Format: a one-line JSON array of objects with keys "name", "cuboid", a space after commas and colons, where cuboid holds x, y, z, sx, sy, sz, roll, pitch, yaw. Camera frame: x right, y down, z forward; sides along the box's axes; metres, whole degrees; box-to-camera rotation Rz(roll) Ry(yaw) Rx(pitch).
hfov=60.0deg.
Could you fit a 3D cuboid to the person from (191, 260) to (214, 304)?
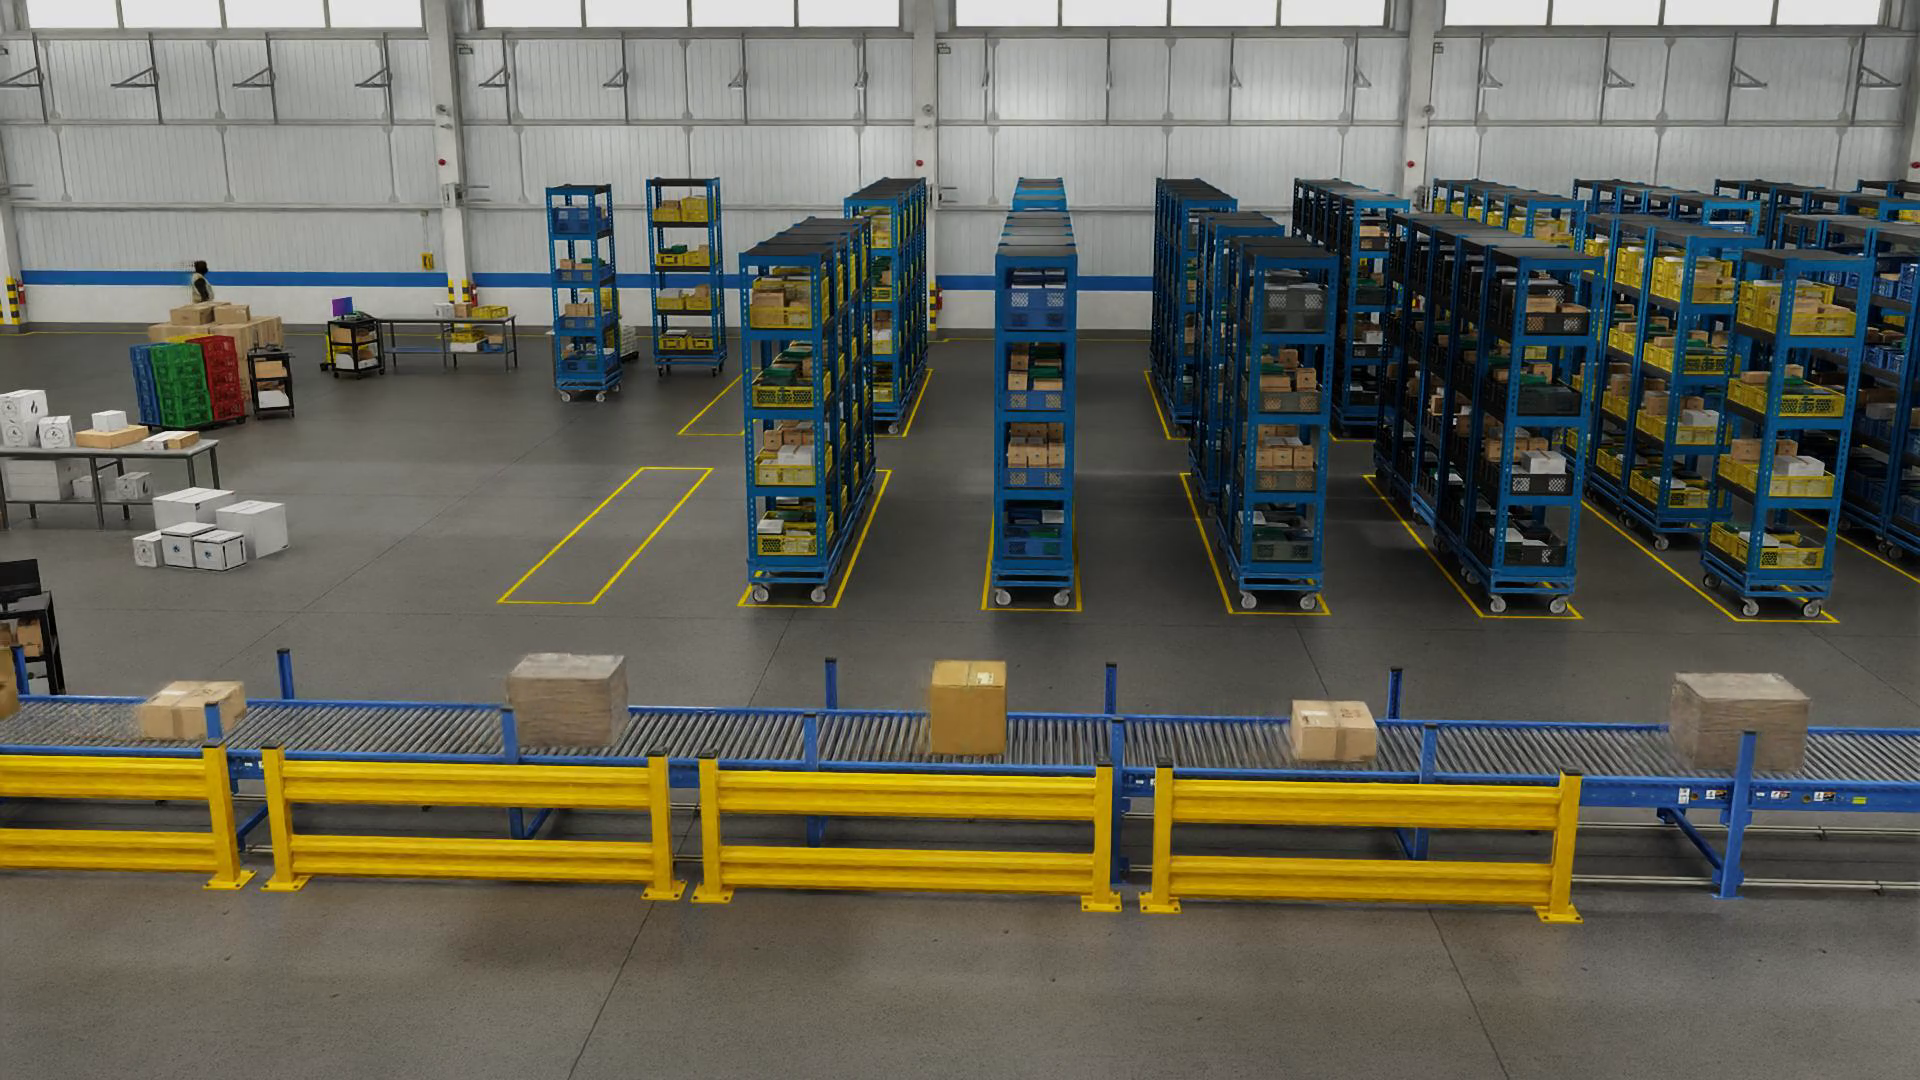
[{"name": "person", "cuboid": [-15.524, -4.818, 34.027, 0.957, 1.806, 0.629, -6, 16, -22]}]
